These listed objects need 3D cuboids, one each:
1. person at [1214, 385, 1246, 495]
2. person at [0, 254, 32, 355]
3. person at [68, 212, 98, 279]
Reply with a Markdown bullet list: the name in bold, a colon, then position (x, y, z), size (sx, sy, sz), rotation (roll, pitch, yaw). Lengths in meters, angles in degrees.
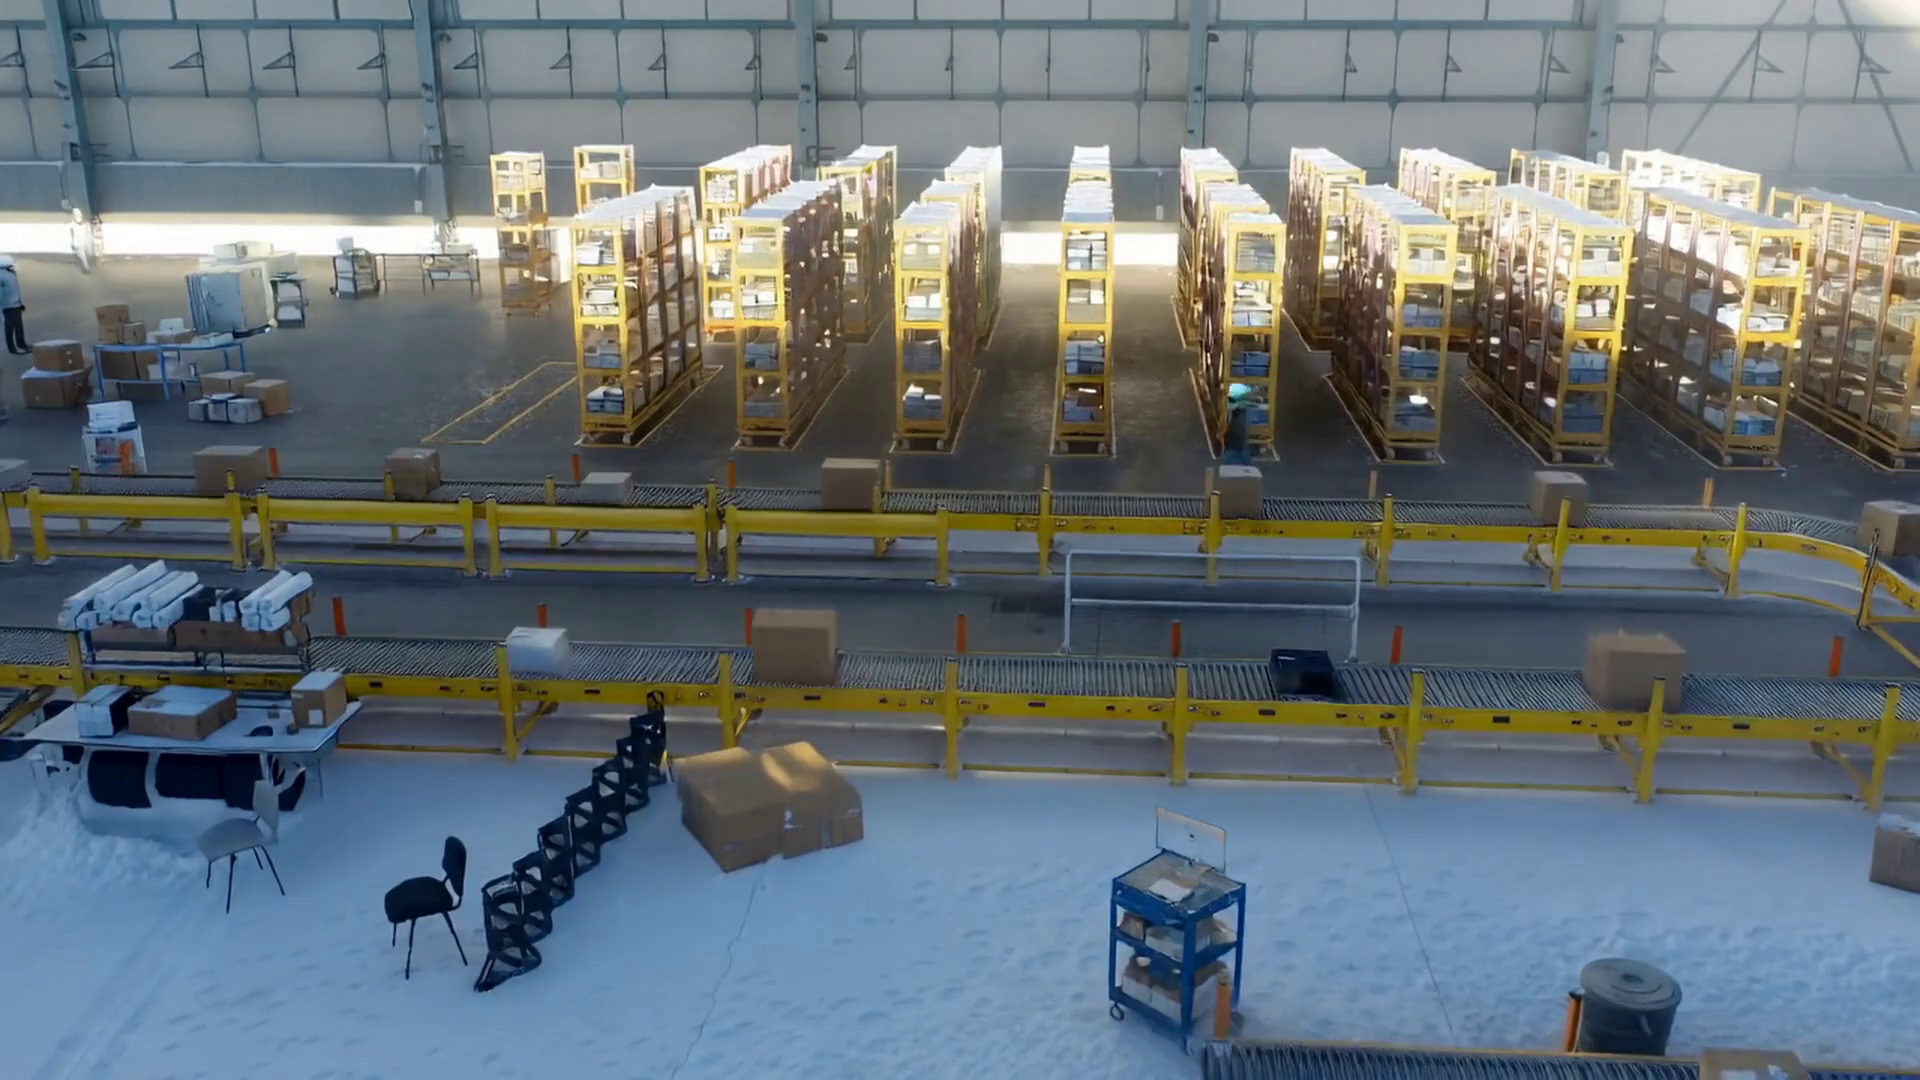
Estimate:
- **person**: position (3.792, -1.271, 22.783), size (0.915, 1.722, 0.527), rotation (5, 18, 15)
- **person**: position (-18.926, -4.706, 33.225), size (0.383, 1.993, 0.622), rotation (3, 18, 9)
- **person**: position (-22.691, -7.624, 42.957), size (0.893, 1.715, 0.573), rotation (11, 21, 32)
